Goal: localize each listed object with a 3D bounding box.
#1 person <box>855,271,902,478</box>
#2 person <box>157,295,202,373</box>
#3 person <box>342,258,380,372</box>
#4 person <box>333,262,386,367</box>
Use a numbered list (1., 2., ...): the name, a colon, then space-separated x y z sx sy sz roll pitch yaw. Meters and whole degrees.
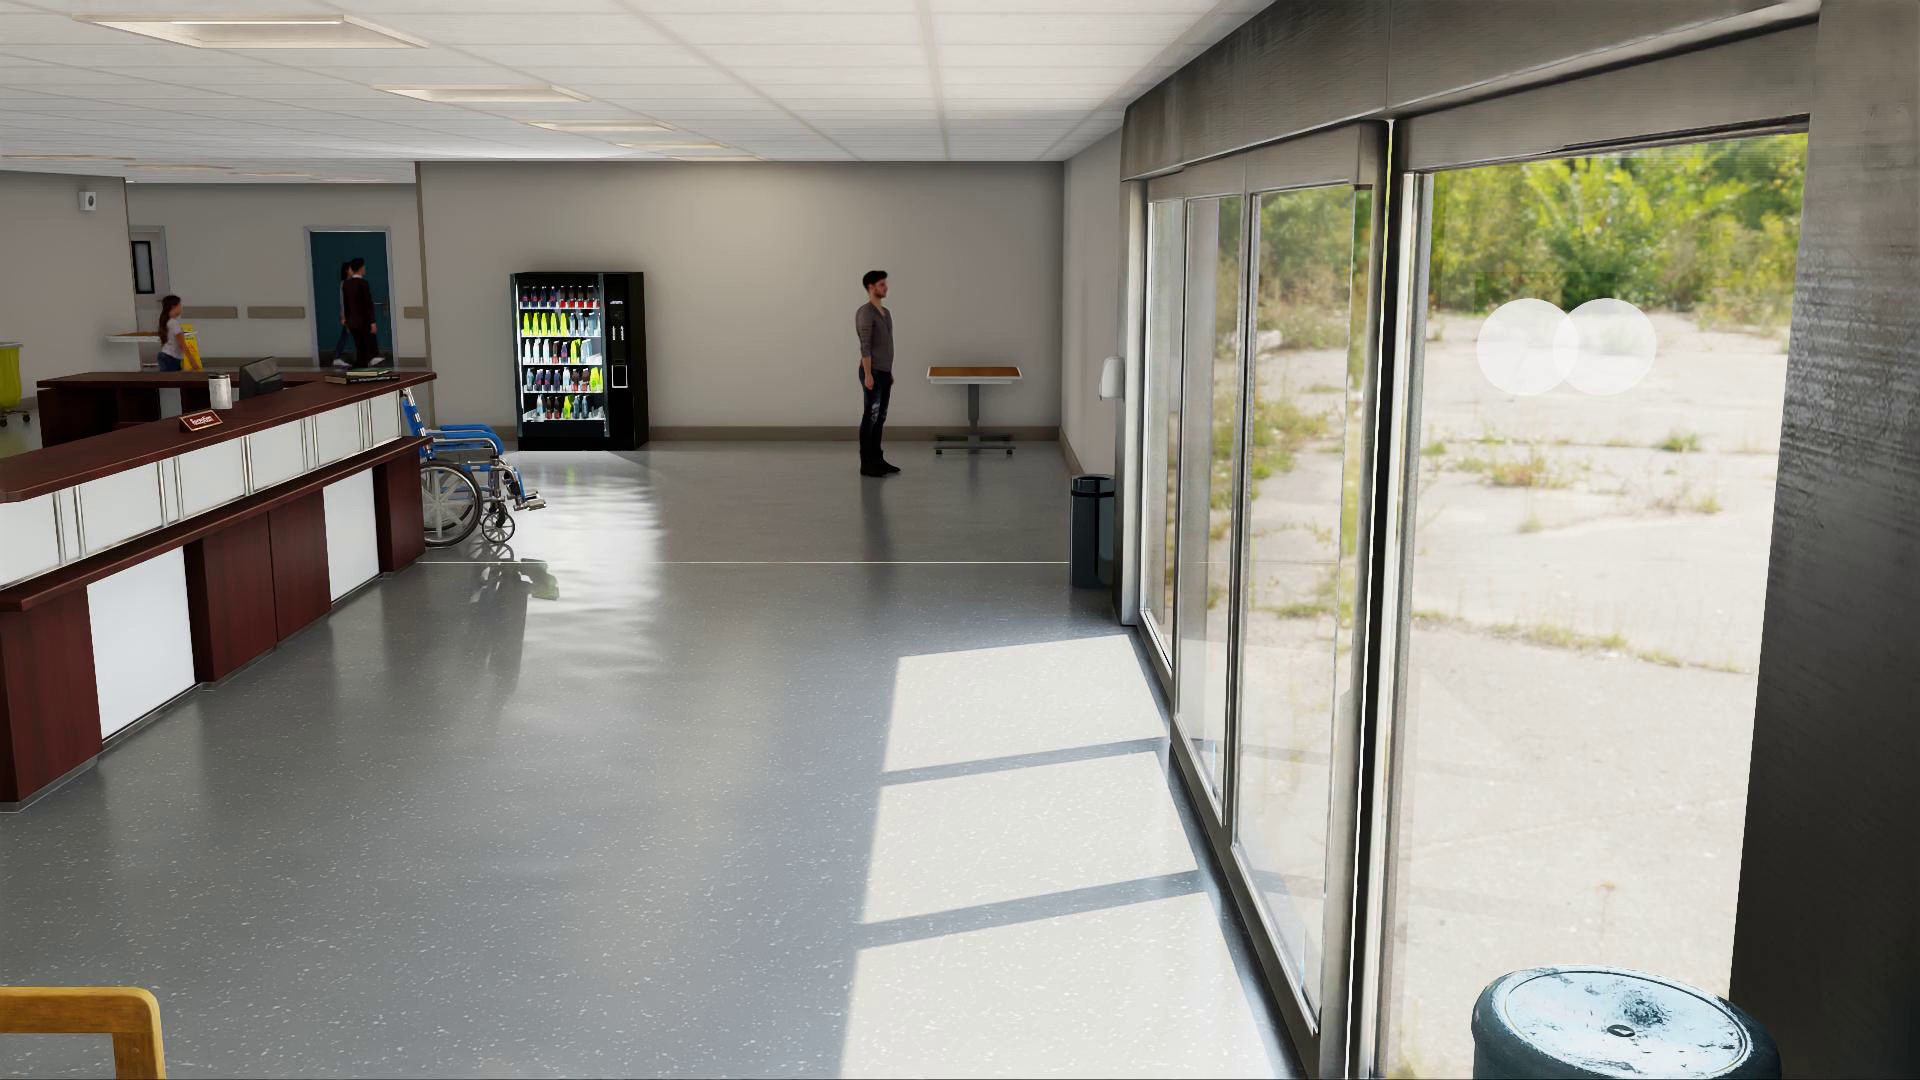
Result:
1. person: -0.800 -1.574 15.660 0.719 1.905 0.756 4 11 21
2. person: -8.966 -1.963 18.758 1.095 1.513 0.998 -9 14 -41
3. person: -8.608 -3.090 23.780 0.980 1.856 0.981 5 12 27
4. person: -10.036 -3.644 27.152 1.115 1.687 0.642 0 11 1
